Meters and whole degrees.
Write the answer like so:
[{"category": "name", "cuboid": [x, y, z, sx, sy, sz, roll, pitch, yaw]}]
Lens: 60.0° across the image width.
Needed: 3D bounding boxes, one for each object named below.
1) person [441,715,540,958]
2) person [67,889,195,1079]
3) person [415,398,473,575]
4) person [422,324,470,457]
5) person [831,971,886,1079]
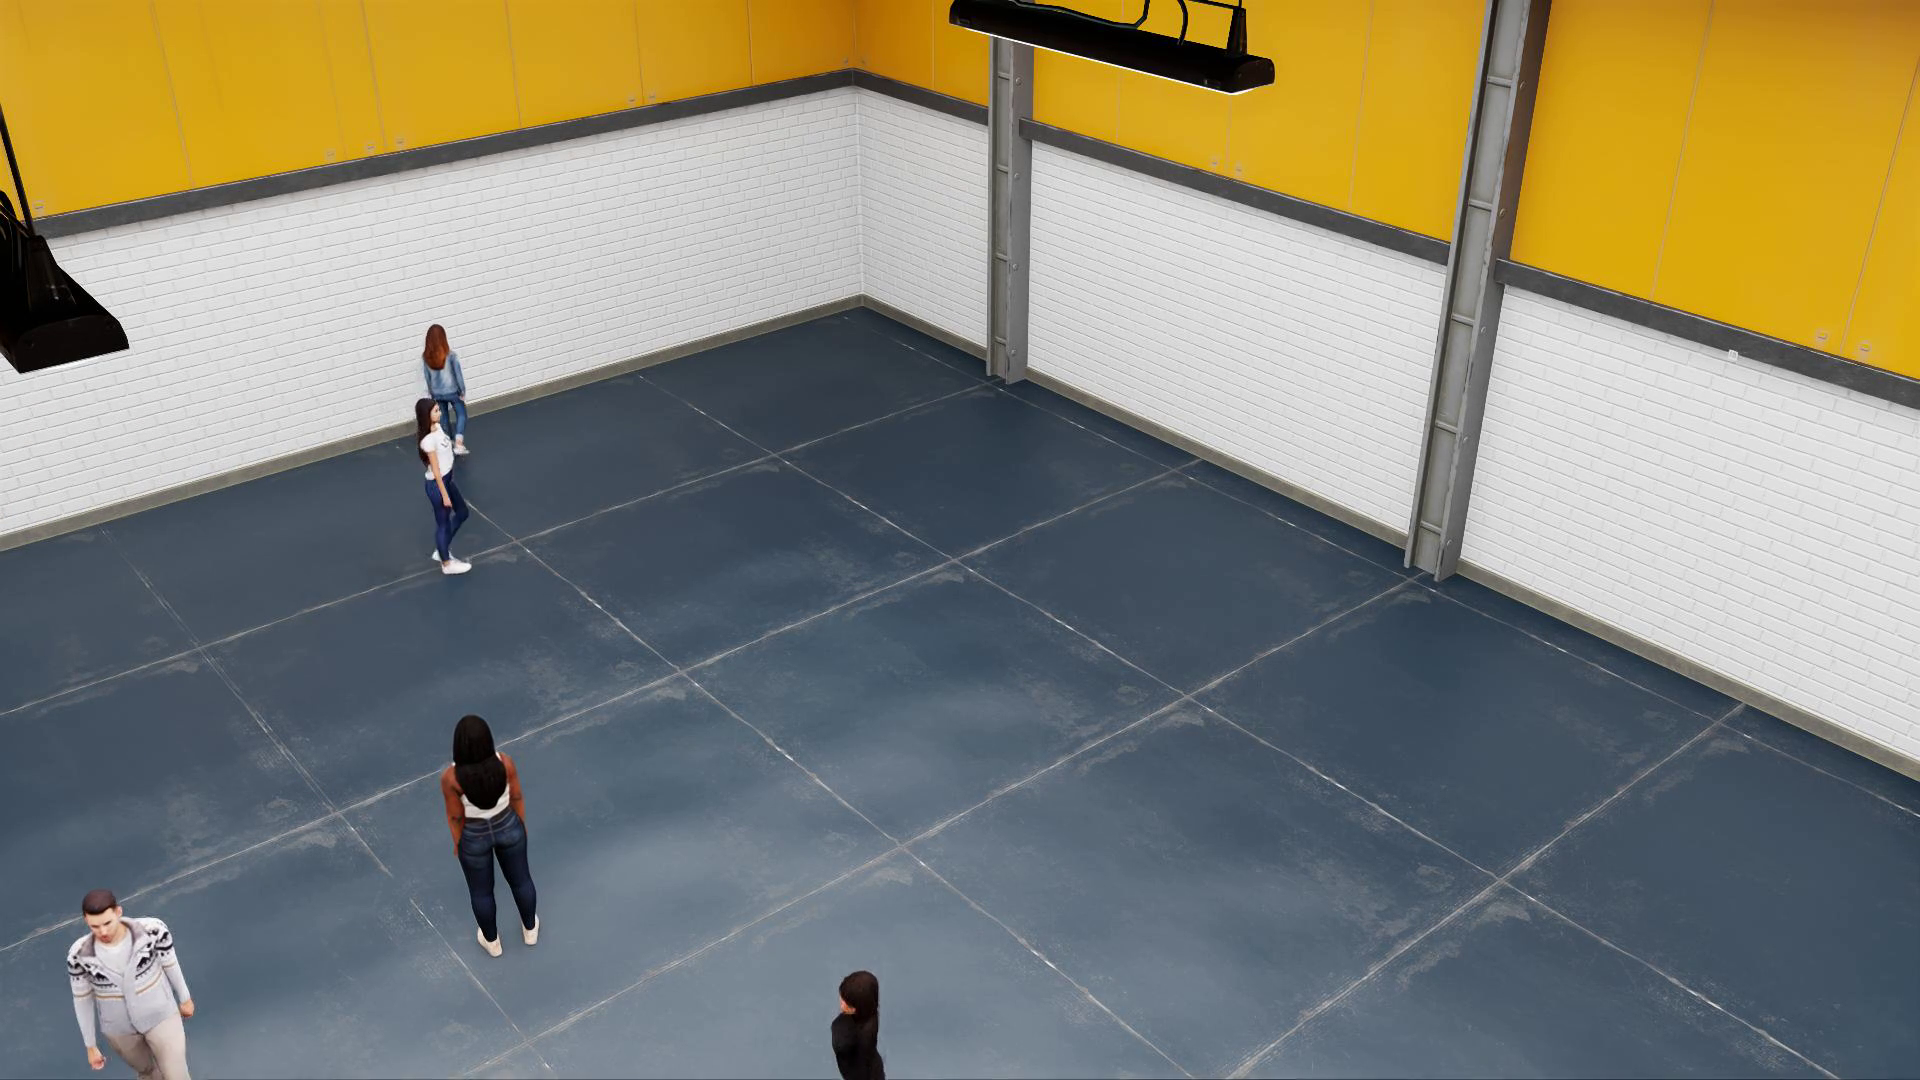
[{"category": "person", "cuboid": [-3.016, 1.896, 10.699, 0.703, 1.809, 0.689, -12, 31, -22]}, {"category": "person", "cuboid": [-4.602, 2.628, 9.347, 0.917, 1.819, 1.168, -11, 30, -19]}, {"category": "person", "cuboid": [-4.797, -0.468, 15.074, 0.797, 1.769, 0.716, -3, 29, -6]}, {"category": "person", "cuboid": [-5.379, -1.522, 17.318, 0.703, 1.471, 0.756, 1, 29, 1]}, {"category": "person", "cuboid": [-0.523, 2.901, 9.045, 0.829, 1.627, 0.664, 1, 29, 1]}]
